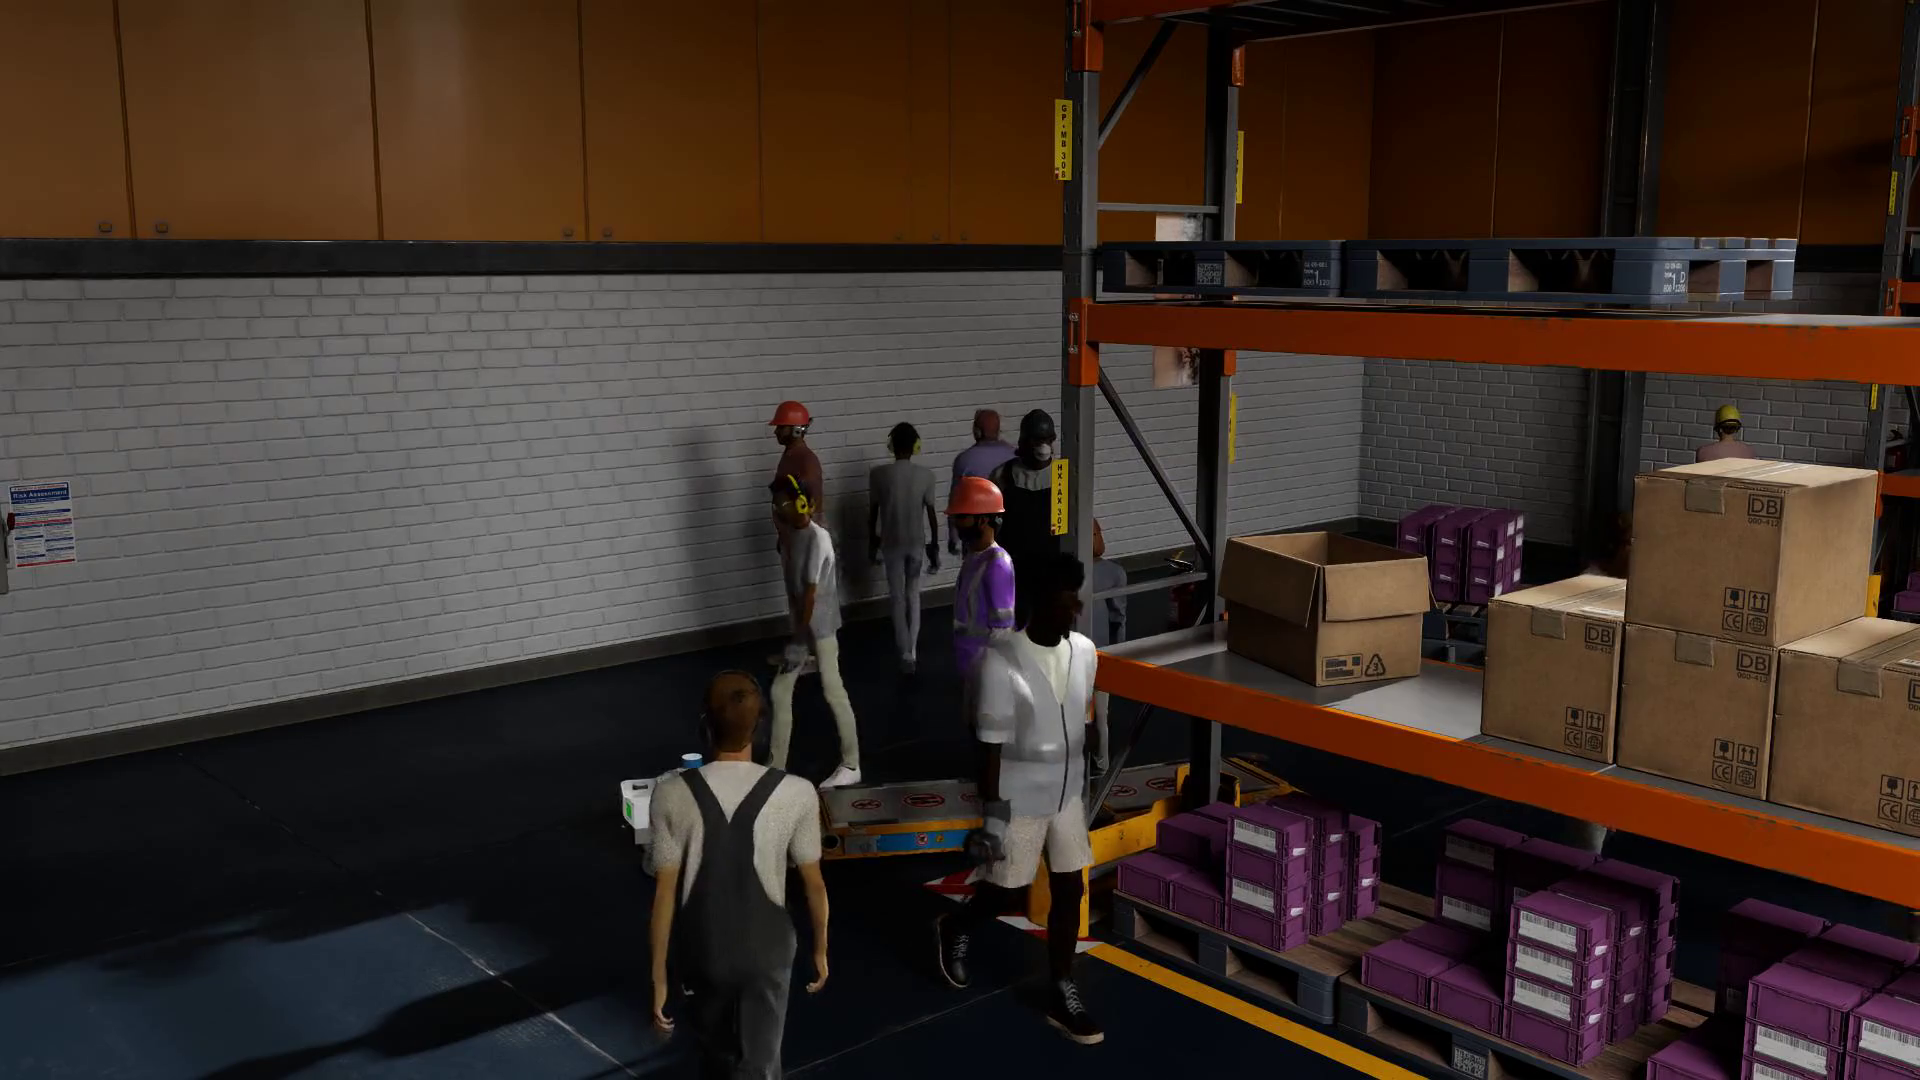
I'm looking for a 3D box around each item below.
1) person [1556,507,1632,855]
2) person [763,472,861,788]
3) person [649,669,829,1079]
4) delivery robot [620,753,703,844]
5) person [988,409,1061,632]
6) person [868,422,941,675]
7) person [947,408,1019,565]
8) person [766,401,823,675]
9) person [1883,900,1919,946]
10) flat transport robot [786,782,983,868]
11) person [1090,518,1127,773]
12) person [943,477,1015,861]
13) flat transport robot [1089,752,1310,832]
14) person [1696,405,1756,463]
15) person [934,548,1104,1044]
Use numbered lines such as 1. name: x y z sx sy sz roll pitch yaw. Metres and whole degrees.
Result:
1. person: 2.967 0.795 7.569 0.647 1.920 0.450 -6 11 -31
2. person: -0.907 0.539 9.320 0.837 1.826 0.548 -5 11 -26
3. person: -0.672 1.273 5.147 0.532 1.788 0.979 -1 10 -3
4. delivery robot: -1.332 1.308 8.289 0.707 0.478 0.477 -3 10 -14
5. person: 0.493 0.158 10.951 0.688 2.000 0.539 1 10 6
6. person: -0.393 0.058 12.166 0.510 1.832 0.824 -2 10 -13
7. person: 0.247 -0.062 12.716 0.656 1.884 0.752 -4 11 -24
8. person: -1.199 -0.019 12.119 0.380 1.996 0.608 -5 11 -25
9. person: 3.792 1.081 6.274 0.610 1.793 0.502 -6 11 -31
10. flat transport robot: -0.265 1.444 8.598 1.431 0.197 0.652 -2 10 -11
11. person: 0.671 0.653 9.247 0.500 1.633 0.281 2 10 10
12. person: 0.097 0.646 8.398 0.359 1.939 0.543 -2 10 -13
13. flat transport robot: 1.171 1.388 8.928 1.431 0.197 0.652 -4 11 -24
14. person: 6.548 -0.279 14.316 0.525 1.769 0.314 -1 10 -3
15. person: 0.241 0.966 6.544 0.604 1.940 0.749 -7 12 -36
